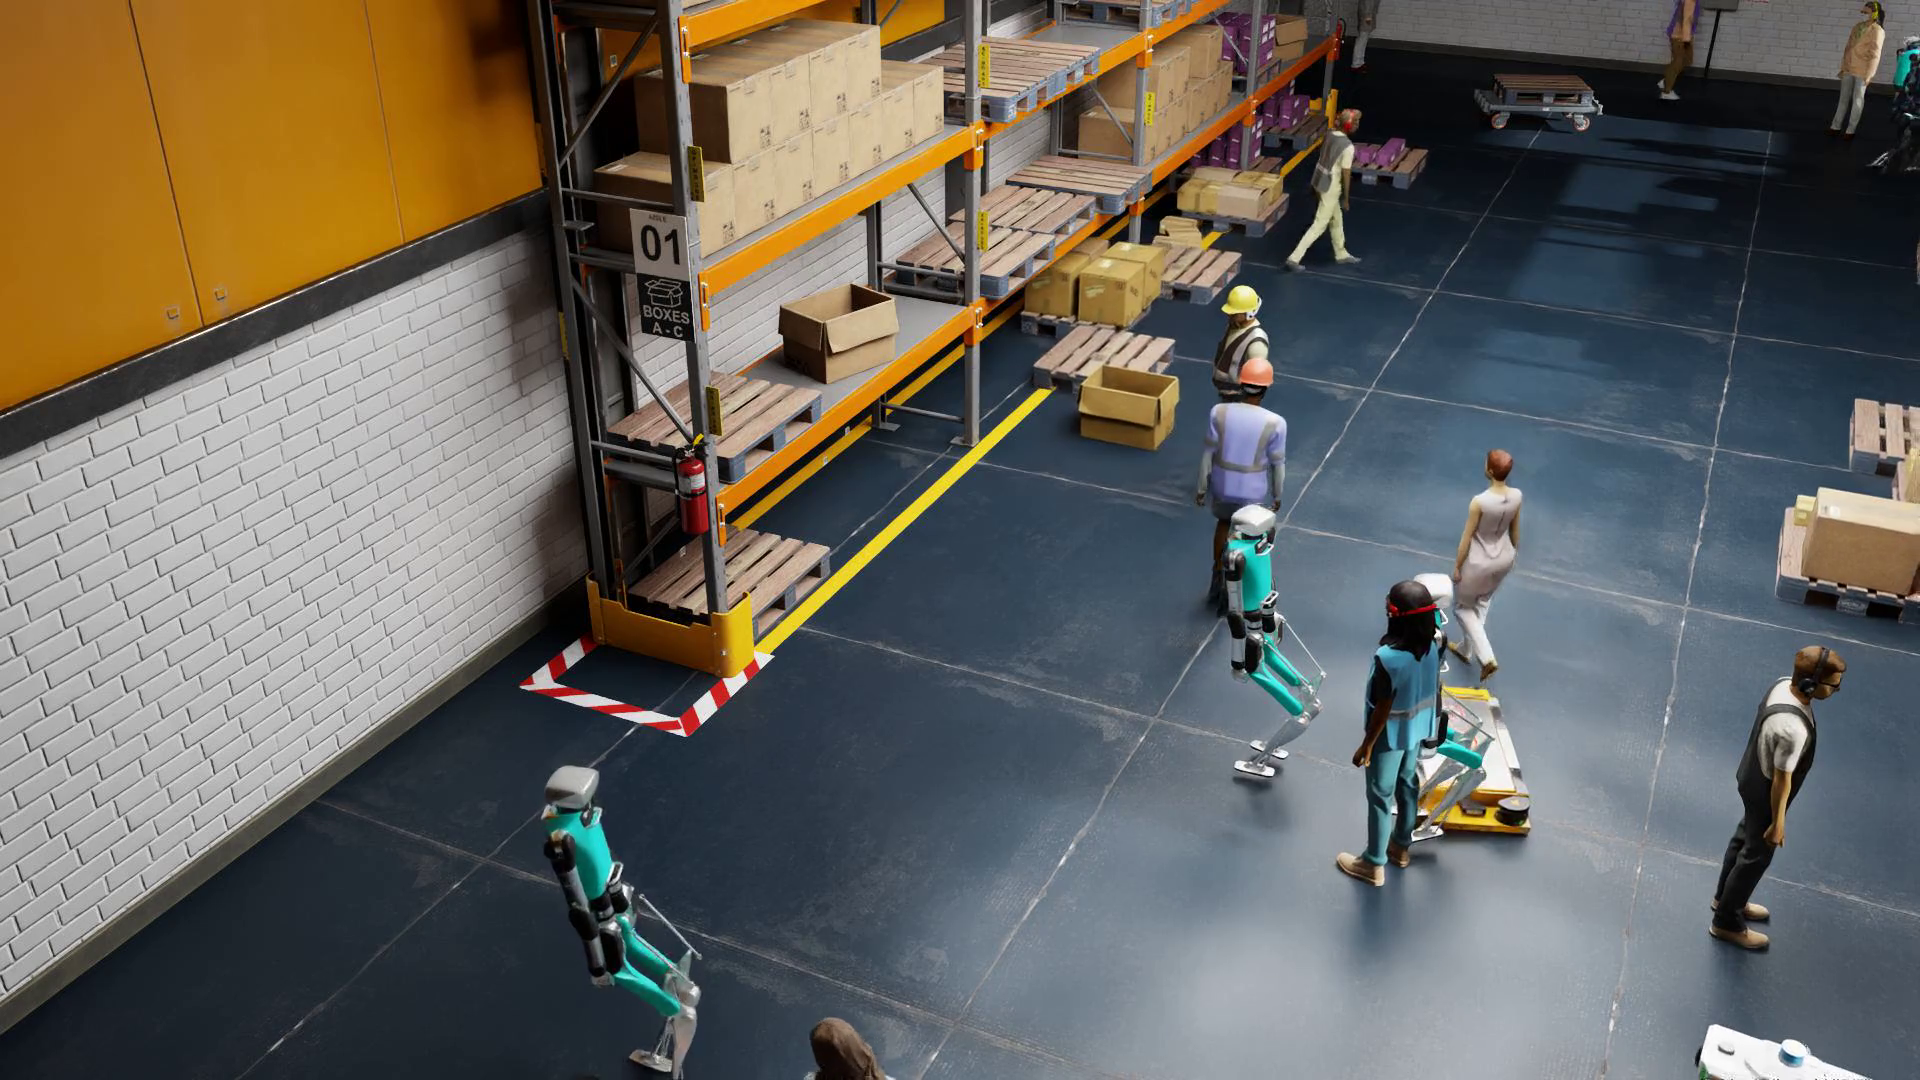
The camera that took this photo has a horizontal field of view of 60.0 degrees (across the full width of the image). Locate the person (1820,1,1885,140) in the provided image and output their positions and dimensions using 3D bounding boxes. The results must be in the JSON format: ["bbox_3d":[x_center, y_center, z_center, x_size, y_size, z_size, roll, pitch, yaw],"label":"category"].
[{"bbox_3d":[12.504,-6.531,23.149,0.403,1.877,0.555,-8,29,-15],"label":"person"}]

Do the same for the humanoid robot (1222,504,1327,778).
[{"bbox_3d":[1.910,0.641,9.897,0.757,1.691,0.530,17,33,28],"label":"humanoid robot"}]

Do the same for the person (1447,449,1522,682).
[{"bbox_3d":[3.483,0.178,10.957,0.445,1.641,0.587,-10,30,-18],"label":"person"}]

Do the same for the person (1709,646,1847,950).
[{"bbox_3d":[4.215,1.330,8.620,0.366,1.834,0.517,9,29,15],"label":"person"}]

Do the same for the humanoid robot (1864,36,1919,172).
[{"bbox_3d":[12.480,-5.664,21.704,0.884,1.772,0.572,3,28,5],"label":"humanoid robot"}]

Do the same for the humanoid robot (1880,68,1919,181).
[{"bbox_3d":[12.258,-5.476,21.402,0.414,1.646,0.593,-17,33,-28],"label":"humanoid robot"}]

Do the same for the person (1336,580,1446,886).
[{"bbox_3d":[2.376,1.062,9.078,0.520,1.865,0.390,-20,34,-32],"label":"person"}]

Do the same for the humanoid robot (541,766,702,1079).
[{"bbox_3d":[-1.472,1.849,7.787,0.812,1.807,0.564,-1,28,-1],"label":"humanoid robot"}]

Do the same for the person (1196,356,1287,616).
[{"bbox_3d":[1.992,-0.387,11.713,0.584,1.912,0.573,12,31,21],"label":"person"}]

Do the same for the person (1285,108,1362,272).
[{"bbox_3d":[4.030,-3.832,18.236,0.955,1.790,0.616,-6,29,-10],"label":"person"}]

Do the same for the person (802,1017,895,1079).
[{"bbox_3d":[-0.391,2.546,6.560,0.518,1.636,0.459,-2,28,-3],"label":"person"}]

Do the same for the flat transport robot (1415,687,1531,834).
[{"bbox_3d":[3.068,1.302,10.314,0.659,0.231,1.431,3,28,5],"label":"flat transport robot"}]

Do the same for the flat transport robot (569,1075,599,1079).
[{"bbox_3d":[-1.780,2.967,7.226,0.659,0.231,1.431,10,30,19],"label":"flat transport robot"}]

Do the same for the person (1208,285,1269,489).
[{"bbox_3d":[2.216,-1.172,13.270,0.403,1.822,0.598,-5,29,-10],"label":"person"}]

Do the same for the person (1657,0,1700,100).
[{"bbox_3d":[10.944,-7.642,25.168,0.484,1.911,0.586,14,31,24],"label":"person"}]

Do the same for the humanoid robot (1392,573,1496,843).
[{"bbox_3d":[2.741,0.940,9.303,0.735,1.673,0.533,-2,28,-5],"label":"humanoid robot"}]

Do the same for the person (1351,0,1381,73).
[{"bbox_3d":[6.604,-8.496,26.854,0.370,1.824,0.497,12,31,21],"label":"person"}]

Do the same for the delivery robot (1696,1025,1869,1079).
[{"bbox_3d":[3.761,2.564,7.690,0.809,0.611,0.499,16,32,27],"label":"delivery robot"}]
